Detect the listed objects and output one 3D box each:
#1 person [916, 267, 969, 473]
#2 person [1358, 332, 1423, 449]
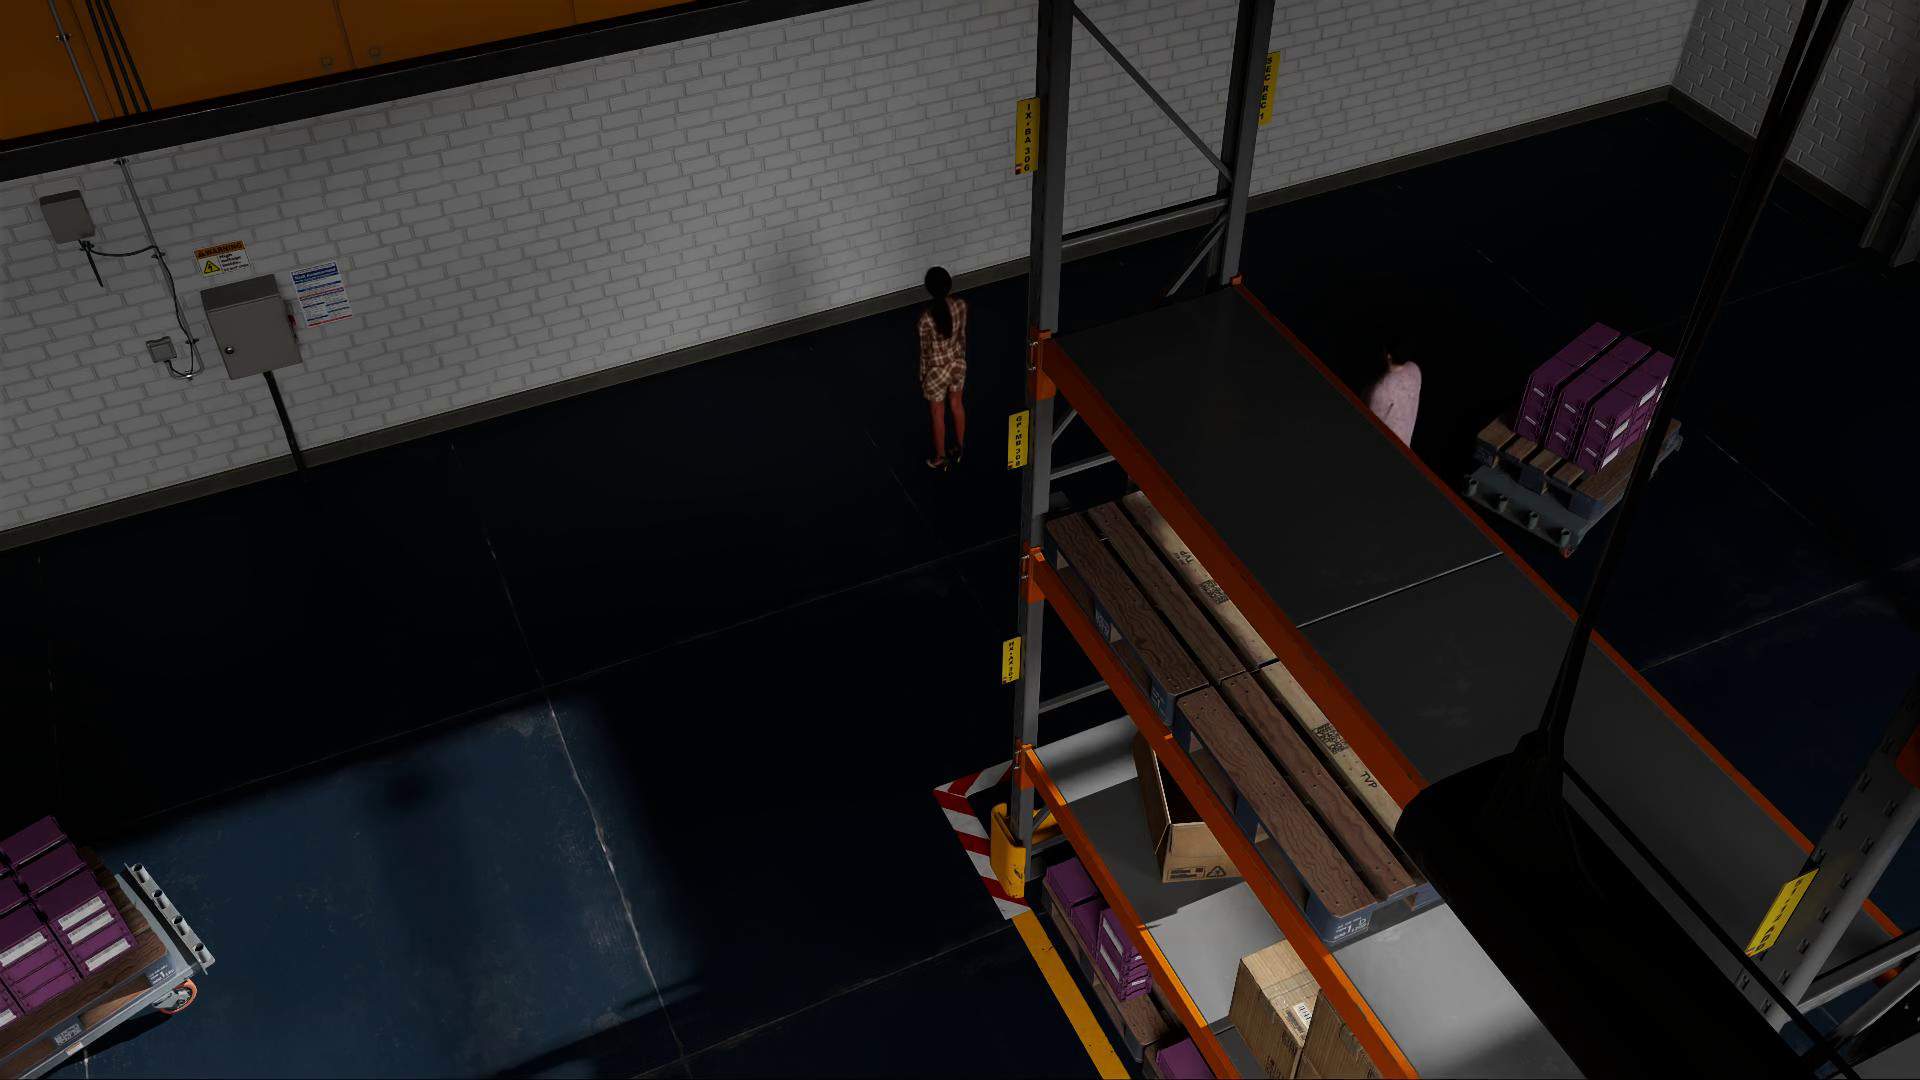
[{"bbox_3d":[-0.116,-1.235,12.201,0.614,1.793,0.593,-26,50,-25],"label":"person"},{"bbox_3d":[3.035,-0.703,11.700,0.798,1.713,1.139,-25,49,-24],"label":"person"}]
